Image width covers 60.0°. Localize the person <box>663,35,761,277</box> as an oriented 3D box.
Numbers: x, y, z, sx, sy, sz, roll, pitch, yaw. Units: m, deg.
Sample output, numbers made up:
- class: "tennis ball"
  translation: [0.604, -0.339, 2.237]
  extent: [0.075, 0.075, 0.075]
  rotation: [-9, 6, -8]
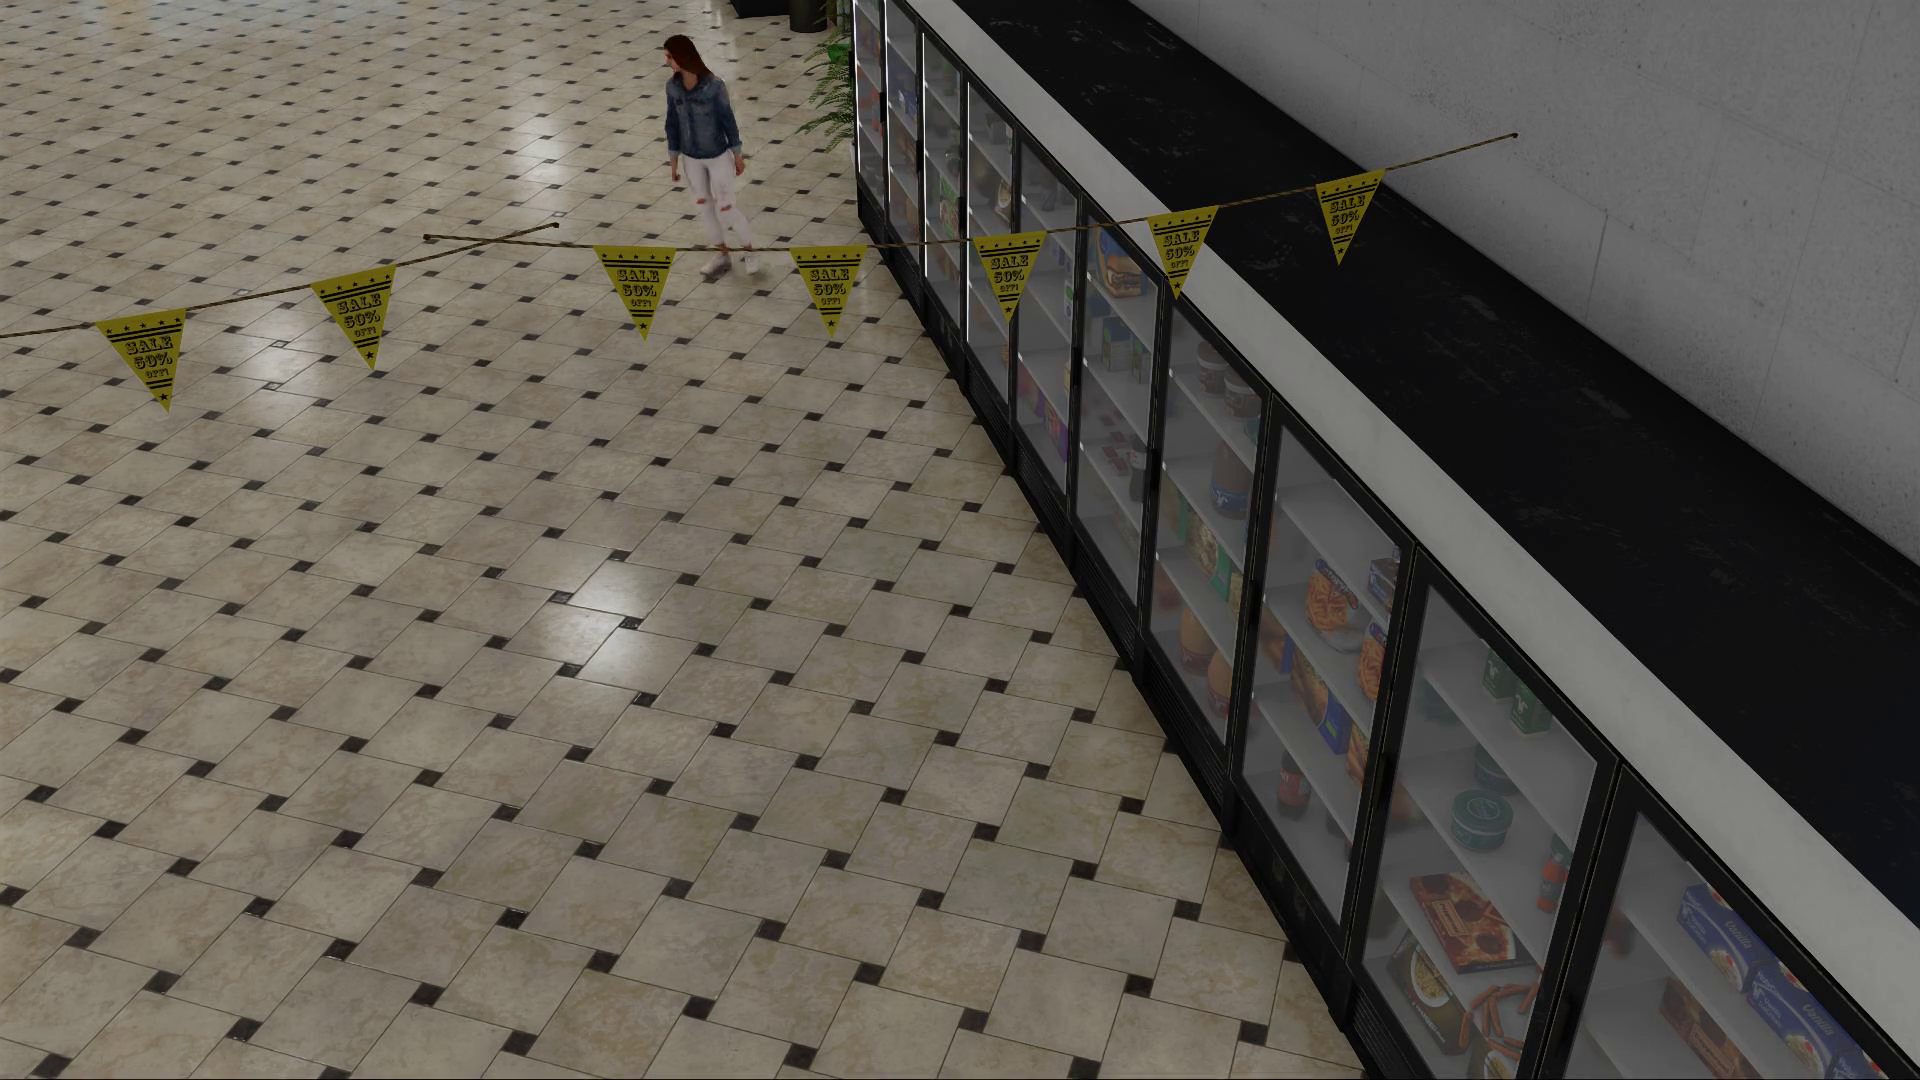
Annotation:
- class: "person"
  translation: [-1.651, -2.573, 11.205]
  extent: [0.785, 1.668, 0.896]
  rotation: [3, 32, 4]
